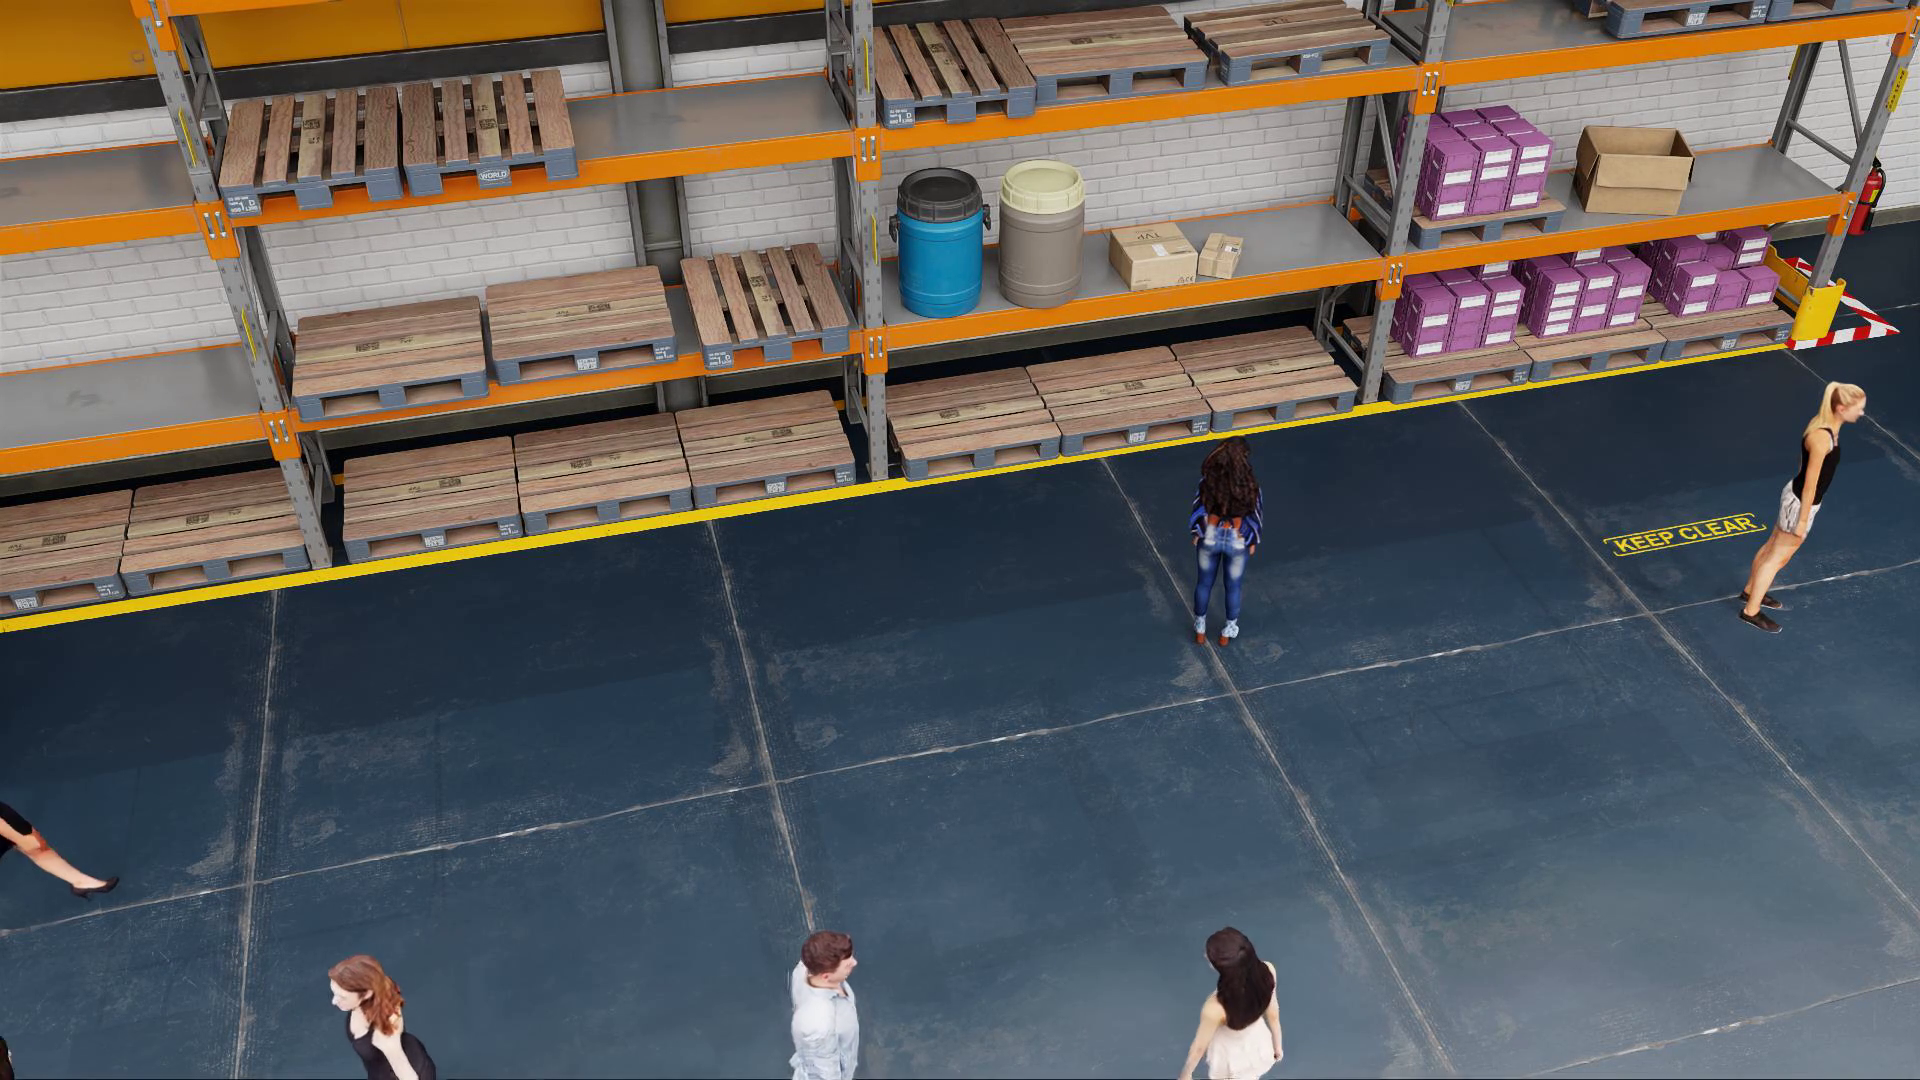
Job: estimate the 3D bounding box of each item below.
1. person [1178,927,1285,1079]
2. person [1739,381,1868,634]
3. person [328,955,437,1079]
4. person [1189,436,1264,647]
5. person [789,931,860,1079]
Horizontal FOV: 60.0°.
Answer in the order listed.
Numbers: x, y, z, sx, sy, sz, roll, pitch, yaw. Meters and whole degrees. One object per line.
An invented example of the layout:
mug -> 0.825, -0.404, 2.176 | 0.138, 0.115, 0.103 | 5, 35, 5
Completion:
person -> 1.324, 2.389, 7.526 | 0.771, 1.696, 0.819 | -20, 43, -24
person -> 5.410, -0.252, 10.714 | 0.722, 1.845, 0.686 | 16, 41, 19
person -> -2.428, 2.374, 7.524 | 0.962, 1.723, 0.787 | -26, 46, -29
person -> 1.679, 0.006, 10.575 | 0.653, 1.615, 0.754 | 11, 40, 13
person -> -0.609, 2.365, 7.440 | 0.629, 1.840, 0.719 | -4, 39, -4
